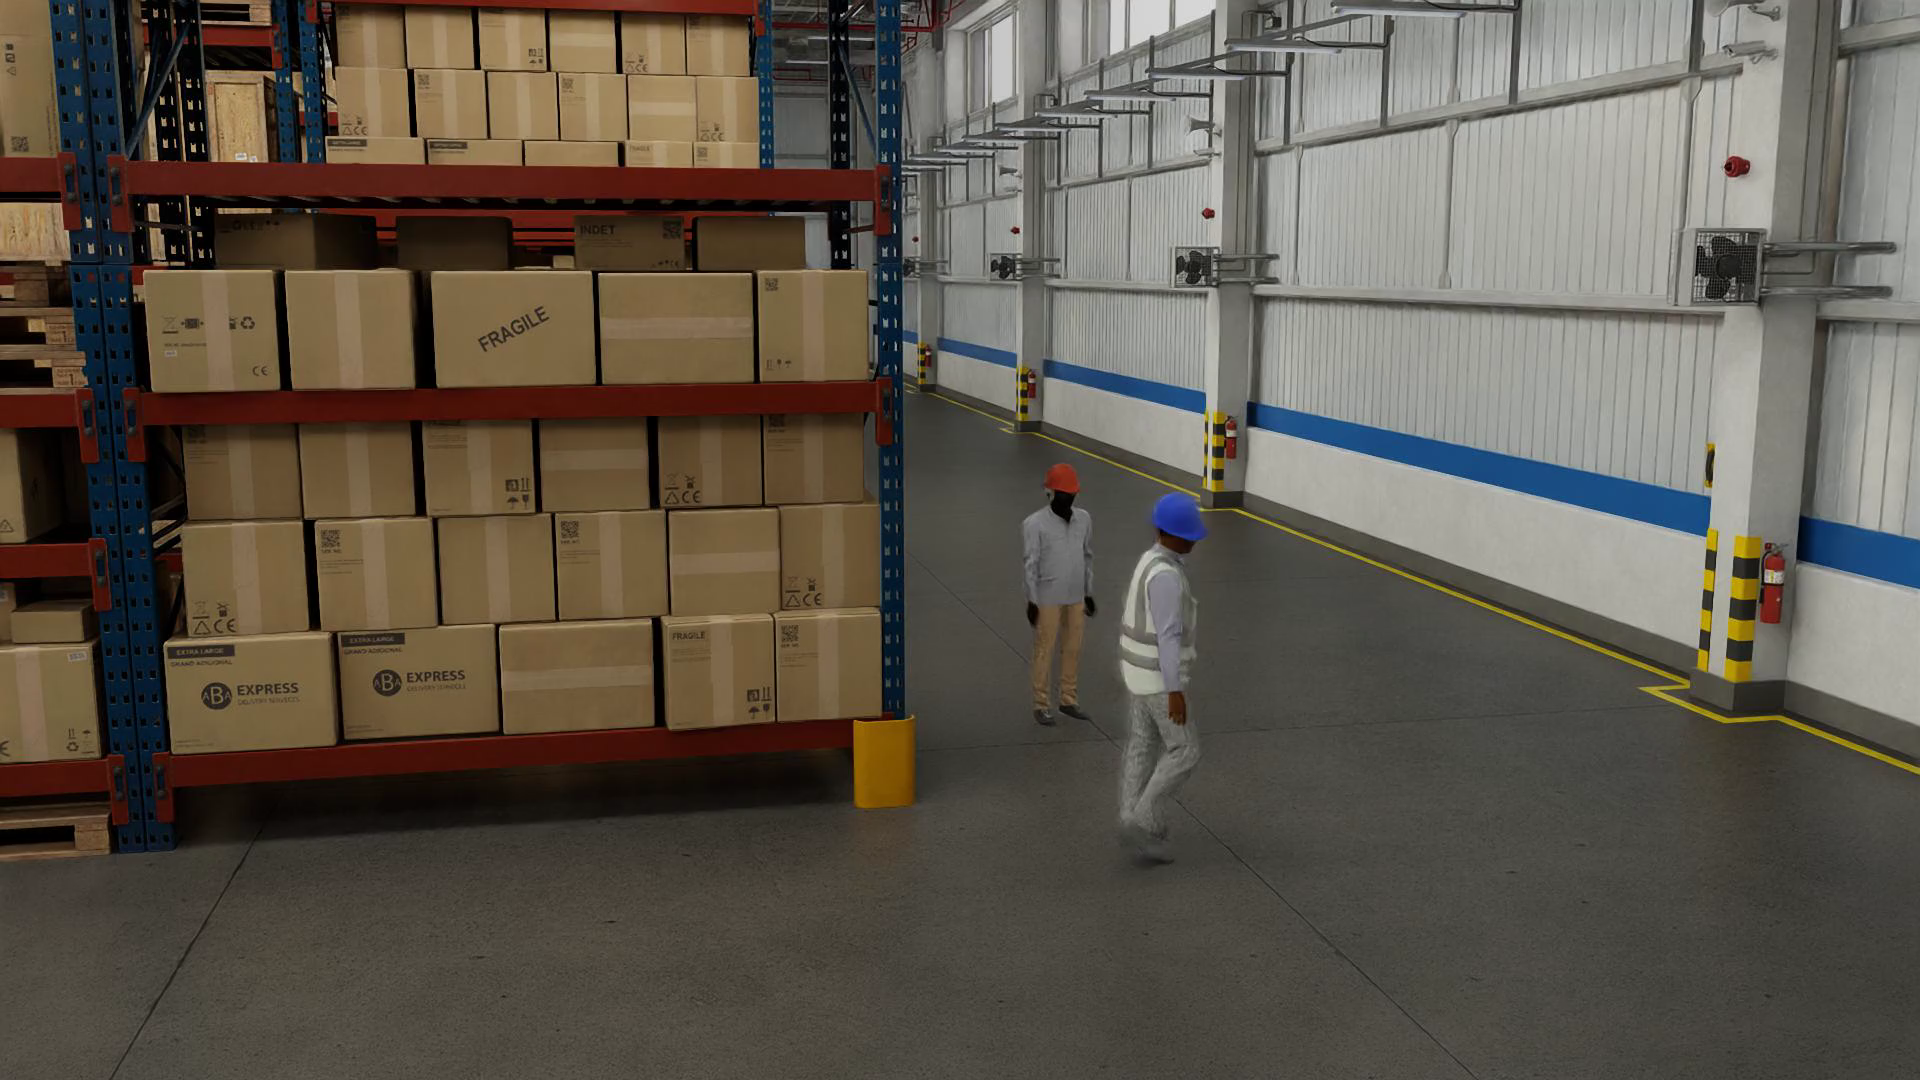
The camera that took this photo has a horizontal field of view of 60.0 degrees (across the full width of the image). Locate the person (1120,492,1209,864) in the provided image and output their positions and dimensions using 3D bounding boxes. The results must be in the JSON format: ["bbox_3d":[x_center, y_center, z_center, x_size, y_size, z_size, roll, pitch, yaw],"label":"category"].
[{"bbox_3d":[1.028,0.703,8.437,0.423,1.916,0.708,0,9,0],"label":"person"}]

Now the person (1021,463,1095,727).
[{"bbox_3d":[0.671,0.355,11.069,0.573,1.750,0.337,-6,11,-34],"label":"person"}]
